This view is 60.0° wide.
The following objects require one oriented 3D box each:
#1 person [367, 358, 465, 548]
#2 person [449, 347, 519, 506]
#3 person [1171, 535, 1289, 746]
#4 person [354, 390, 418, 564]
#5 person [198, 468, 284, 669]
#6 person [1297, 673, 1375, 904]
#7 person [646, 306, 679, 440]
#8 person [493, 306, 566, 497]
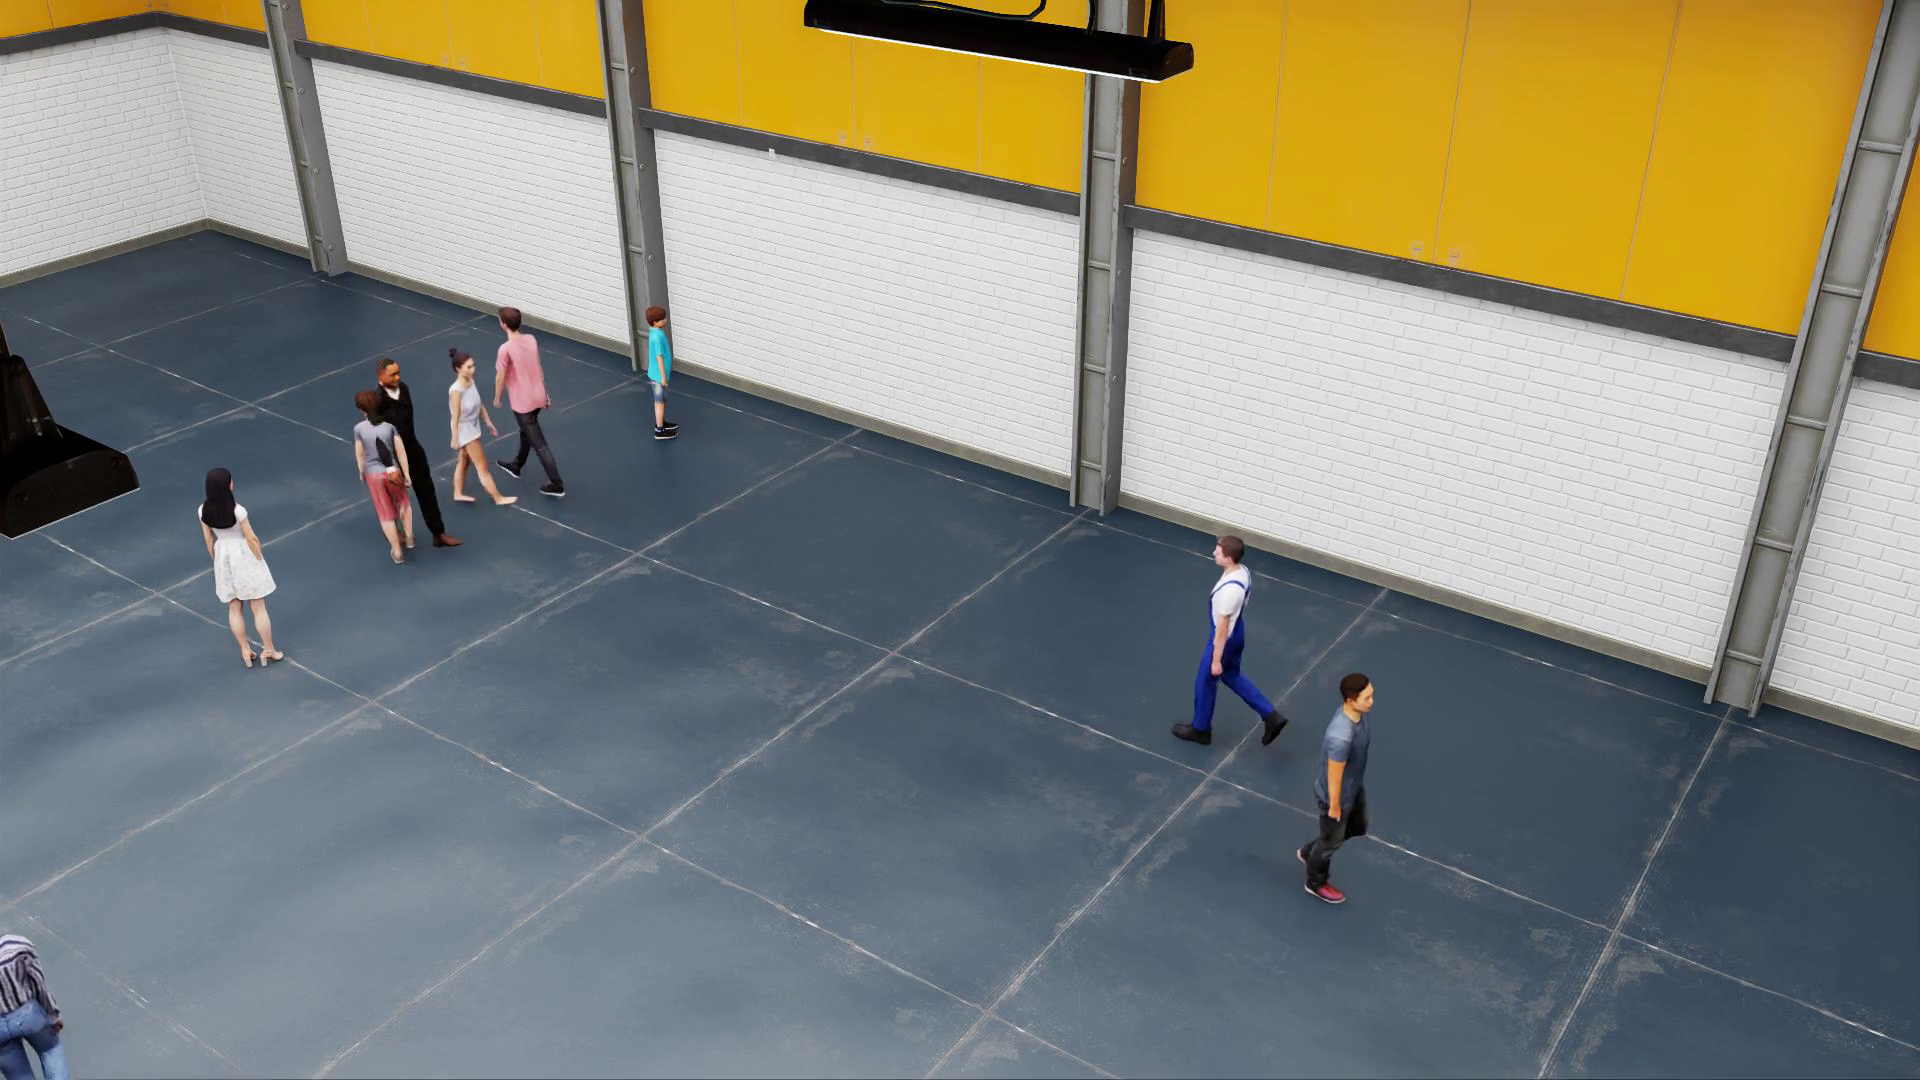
[{"bbox_3d":[-5.225,-0.785,15.275,1.088,1.877,0.721,17,33,28],"label":"person"},{"bbox_3d":[-4.848,-1.079,16.099,0.998,1.605,0.853,2,29,3],"label":"person"},{"bbox_3d":[2.065,0.789,12.436,1.143,1.832,0.746,13,31,22],"label":"person"},{"bbox_3d":[-5.215,-0.535,15.076,0.761,1.629,0.844,-12,31,-21],"label":"person"},{"bbox_3d":[-5.860,0.232,13.517,0.740,1.776,0.827,2,29,3],"label":"person"},{"bbox_3d":[2.426,1.604,10.981,0.685,1.796,0.684,16,32,26],"label":"person"},{"bbox_3d":[-3.185,-1.789,17.565,0.653,1.448,0.582,-7,29,-13],"label":"person"},{"bbox_3d":[-4.130,-1.295,16.168,1.167,1.918,0.746,13,31,22],"label":"person"}]
